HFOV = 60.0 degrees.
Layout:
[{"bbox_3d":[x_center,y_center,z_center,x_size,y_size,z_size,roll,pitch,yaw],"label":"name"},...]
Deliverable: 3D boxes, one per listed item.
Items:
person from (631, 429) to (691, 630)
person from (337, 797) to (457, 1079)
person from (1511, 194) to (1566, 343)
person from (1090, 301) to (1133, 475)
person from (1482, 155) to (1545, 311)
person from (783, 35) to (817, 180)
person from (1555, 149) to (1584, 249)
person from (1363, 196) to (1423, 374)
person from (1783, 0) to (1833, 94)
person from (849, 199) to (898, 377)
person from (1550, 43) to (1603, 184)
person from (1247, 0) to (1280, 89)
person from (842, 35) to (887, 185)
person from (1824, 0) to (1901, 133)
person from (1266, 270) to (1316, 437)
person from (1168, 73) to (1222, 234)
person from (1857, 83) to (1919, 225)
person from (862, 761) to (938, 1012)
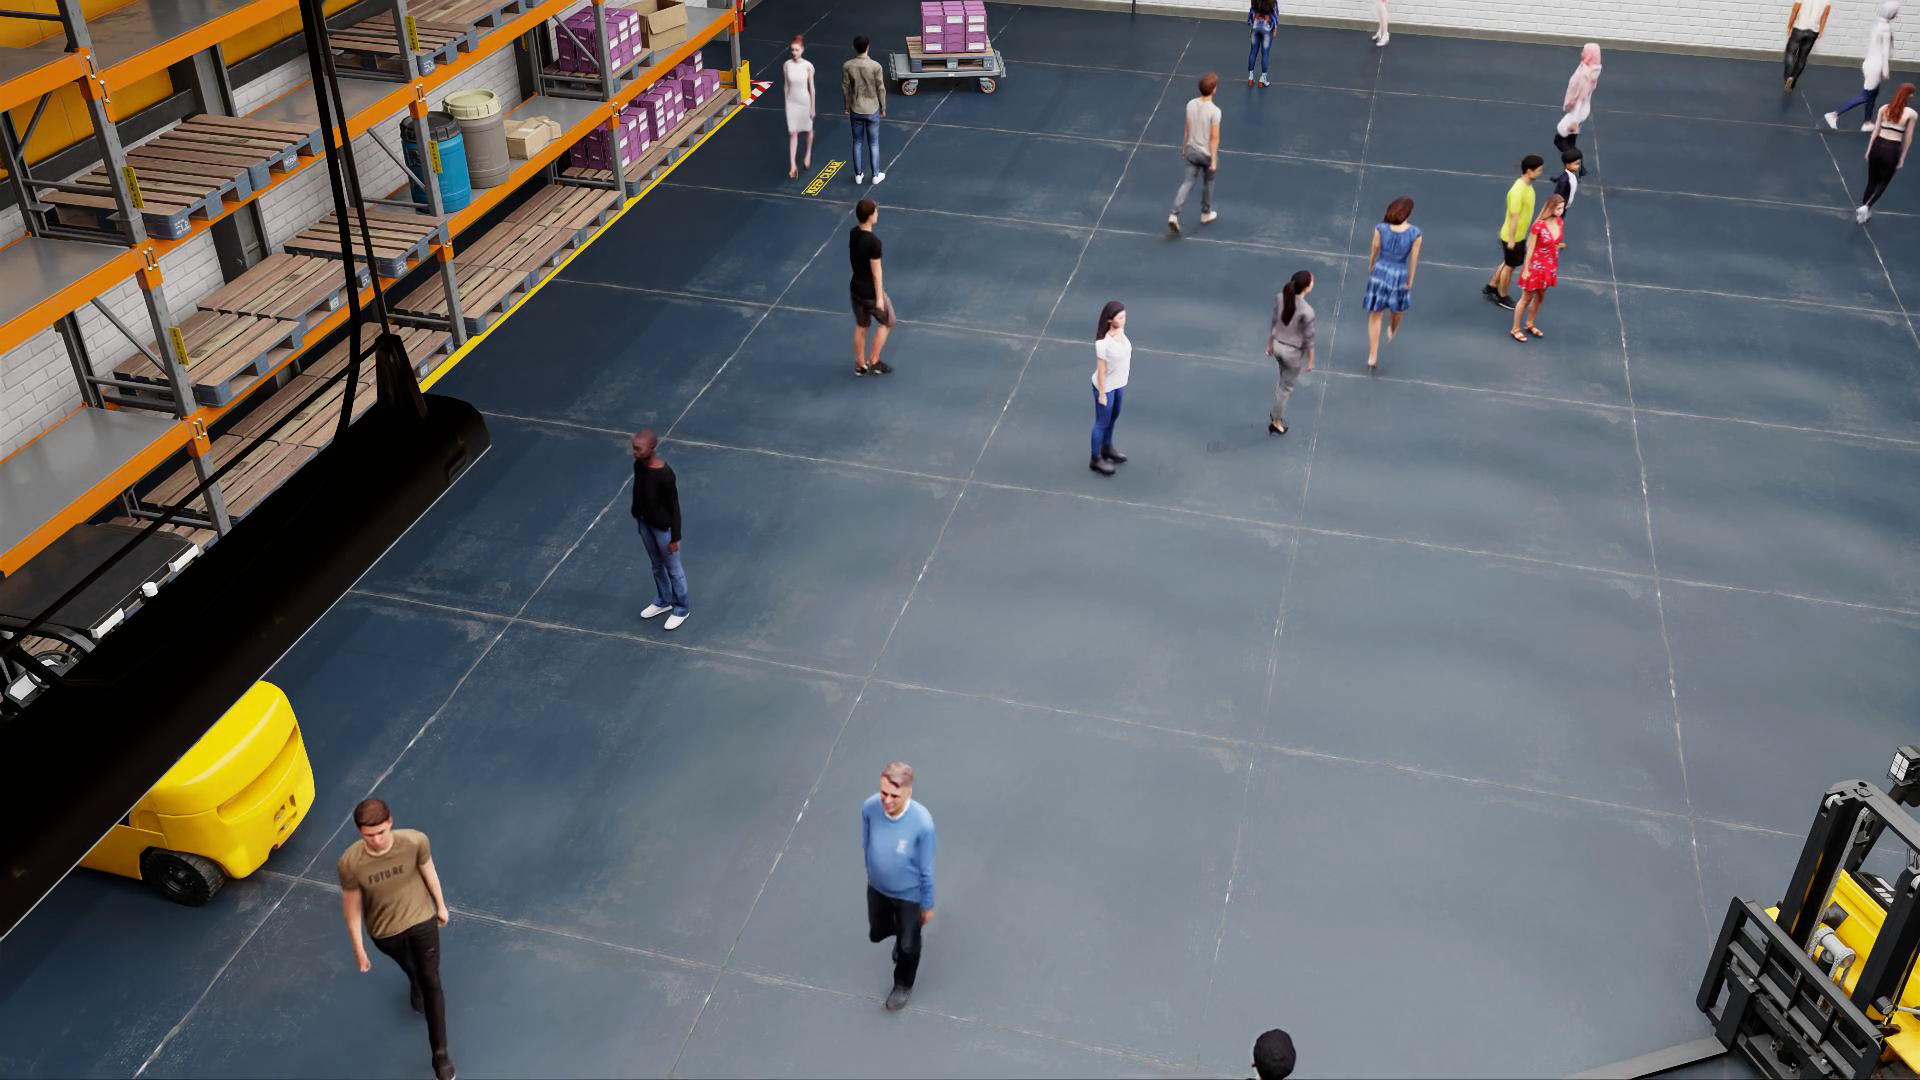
[{"bbox_3d":[-2.338,-0.108,12.951,0.674,1.748,0.675,24,40,31],"label":"person"},{"bbox_3d":[-3.209,2.139,9.523,1.154,1.801,1.316,-12,35,-17],"label":"person"},{"bbox_3d":[5.986,-2.829,17.188,0.667,1.589,0.716,-14,36,-20],"label":"person"},{"bbox_3d":[1.320,-1.375,14.920,0.705,1.678,0.540,17,37,23],"label":"person"},{"bbox_3d":[5.916,-3.301,17.799,0.763,1.700,0.687,14,36,21],"label":"person"},{"bbox_3d":[-1.980,-5.494,21.050,0.642,1.754,1.056,6,34,9],"label":"person"},{"bbox_3d":[6.933,-3.915,19.155,0.625,1.222,0.512,24,40,31],"label":"person"},{"bbox_3d":[4.255,-2.502,16.548,0.621,1.754,1.113,9,35,13],"label":"person"},{"bbox_3d":[11.998,-7.208,23.596,0.643,1.789,0.904,10,35,14],"label":"person"},{"bbox_3d":[-0.986,-2.447,16.378,0.839,1.850,0.802,-22,40,-30],"label":"person"},{"bbox_3d":[7.746,-5.243,20.635,0.788,1.795,0.726,18,37,24],"label":"person"},{"bbox_3d":[4.361,-7.360,23.979,0.680,1.618,0.654,20,38,27],"label":"person"},{"bbox_3d":[-1.194,-5.362,20.747,0.723,1.869,0.616,5,34,7],"label":"person"},{"bbox_3d":[12.129,-6.280,22.236,0.726,1.750,0.980,5,34,8],"label":"person"},{"bbox_3d":[2.984,-1.699,15.424,0.796,1.661,0.753,-22,39,-29],"label":"person"},{"bbox_3d":[2.755,-4.488,19.433,0.986,1.868,1.255,24,41,32],"label":"person"},{"bbox_3d":[10.852,-4.495,19.567,0.828,1.731,0.987,26,42,34],"label":"person"},{"bbox_3d":[-0.318,1.970,9.774,0.728,1.806,0.829,15,36,21],"label":"person"}]
